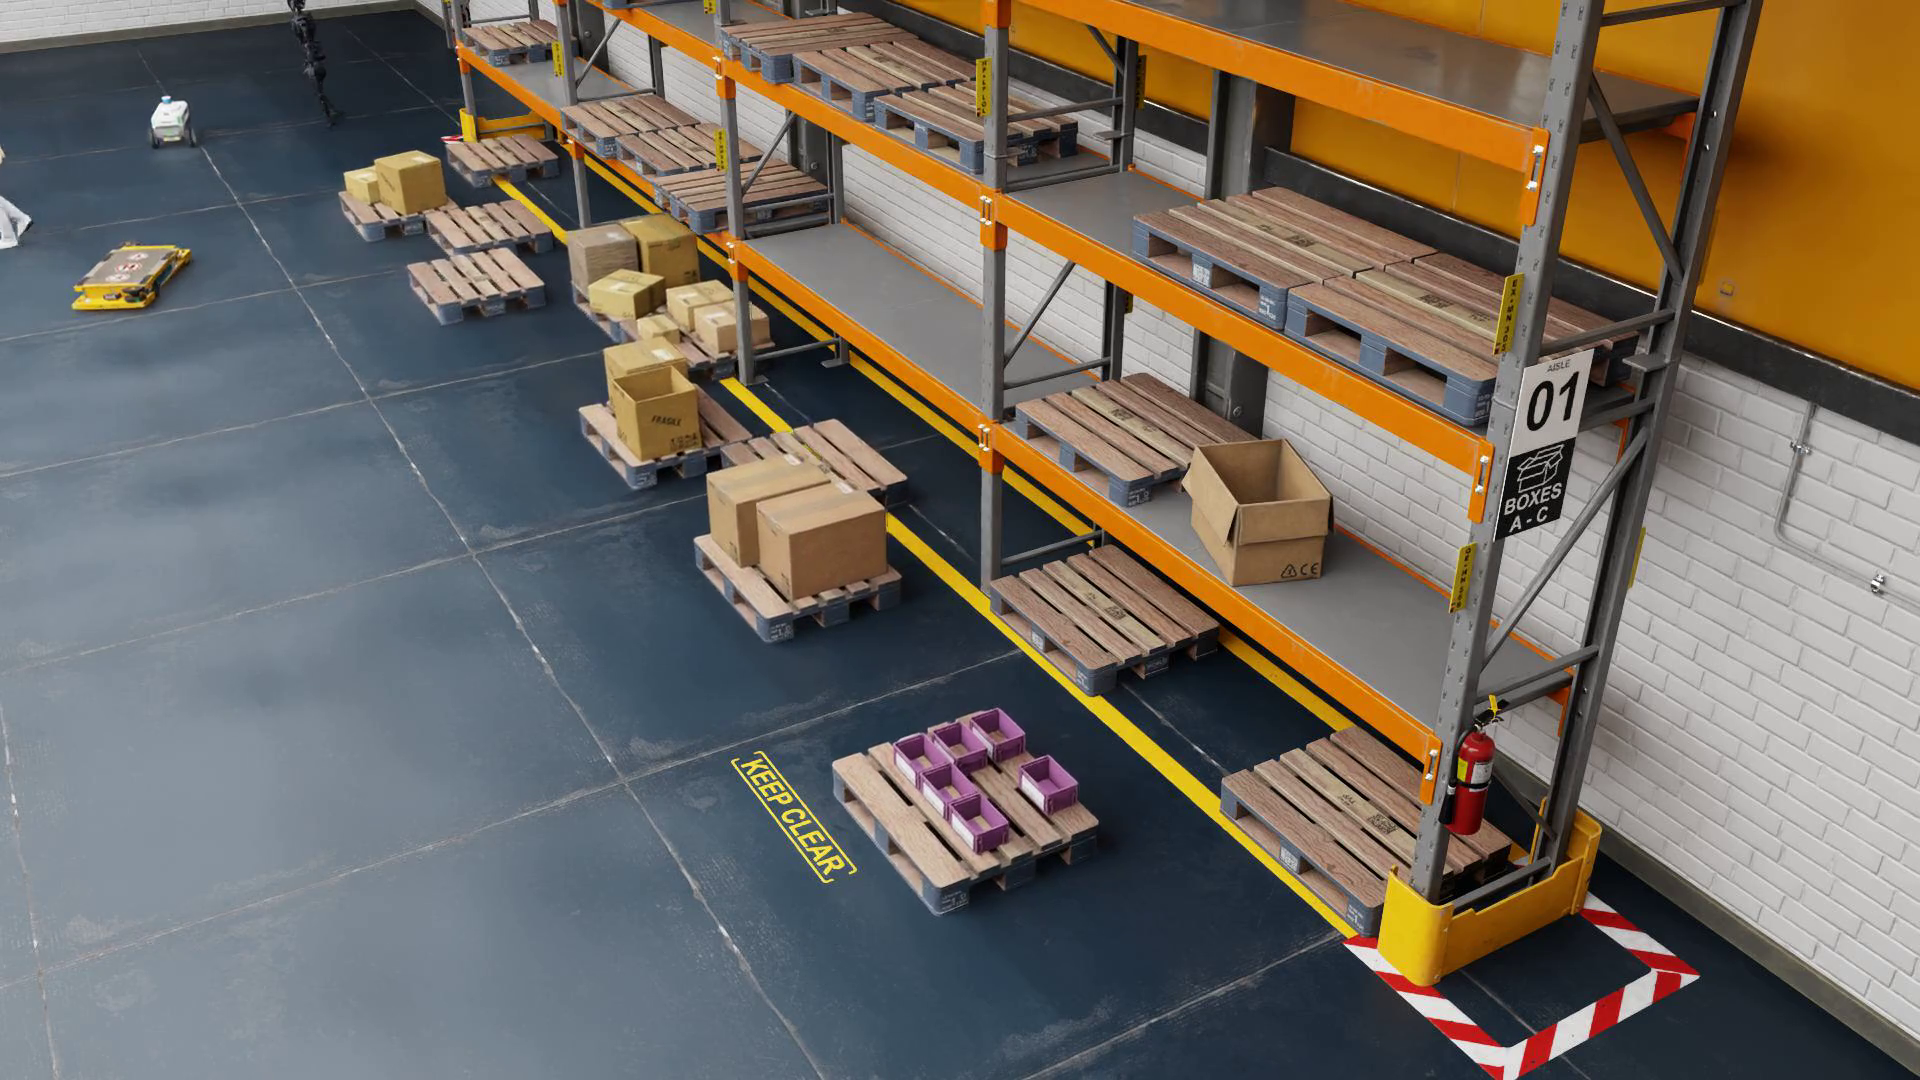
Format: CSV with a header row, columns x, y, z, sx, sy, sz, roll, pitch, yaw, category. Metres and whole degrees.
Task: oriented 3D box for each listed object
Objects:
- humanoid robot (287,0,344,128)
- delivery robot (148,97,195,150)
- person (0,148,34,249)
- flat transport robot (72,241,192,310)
x,y,z,sx,sy,sz,roll,pitch,yaw,category
-8.067,-6.024,20.845,0.420,1.646,0.596,-12,32,-20,humanoid robot
-9.659,-5.107,20.371,0.499,0.608,0.786,-8,30,-13,delivery robot
-9.889,-3.776,16.852,0.422,1.693,0.477,-7,30,-12,person
-8.049,-2.579,16.184,0.659,0.231,1.431,-3,30,-5,flat transport robot
